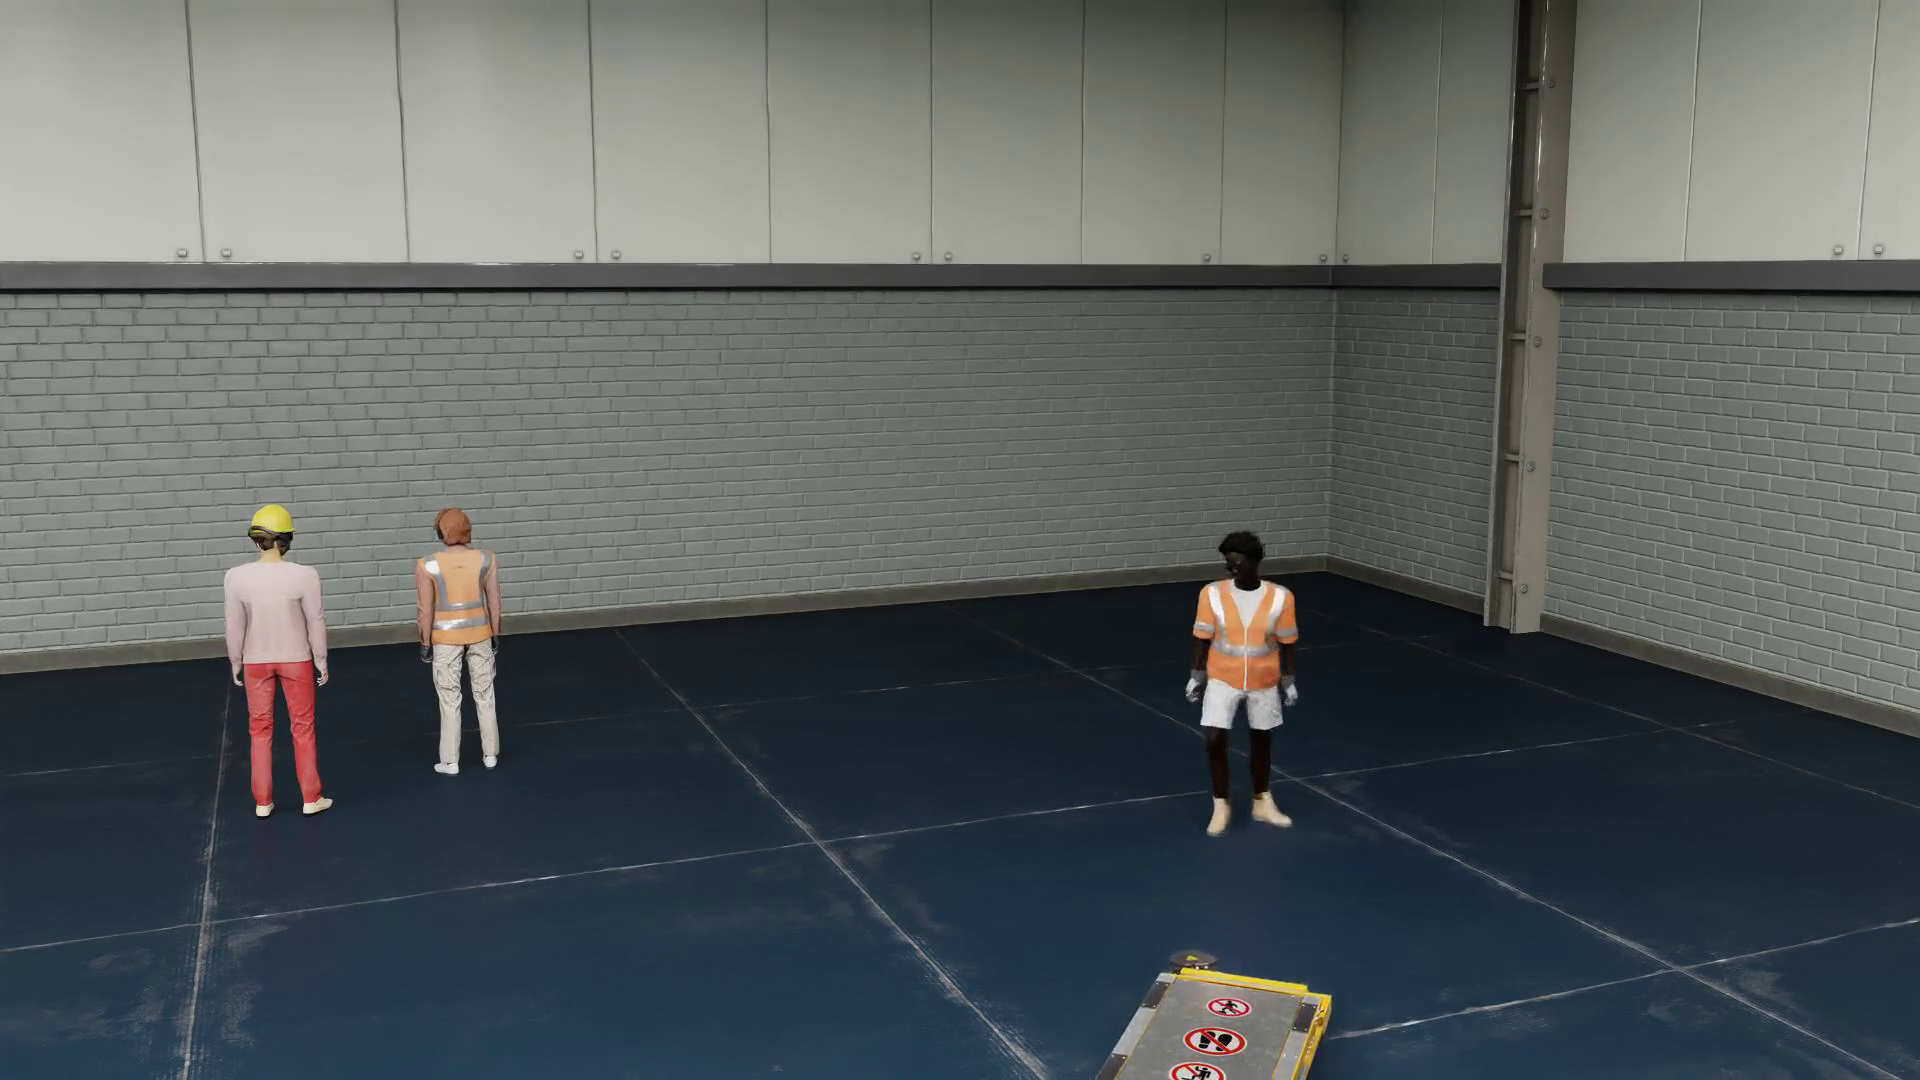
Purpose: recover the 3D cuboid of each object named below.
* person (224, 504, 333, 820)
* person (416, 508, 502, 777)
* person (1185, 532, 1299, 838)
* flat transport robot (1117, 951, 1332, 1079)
[{"bbox_3d":[-3.805,0.682,9.301,0.533,1.766,0.318,-1,9,-8],"label":"person"},{"bbox_3d":[-3.030,0.618,10.102,0.512,1.638,0.307,-6,11,-34],"label":"person"},{"bbox_3d":[1.528,0.776,8.983,0.601,1.664,0.494,1,9,6],"label":"person"},{"bbox_3d":[0.956,1.920,6.199,0.652,0.197,1.431,3,10,20],"label":"flat transport robot"}]
